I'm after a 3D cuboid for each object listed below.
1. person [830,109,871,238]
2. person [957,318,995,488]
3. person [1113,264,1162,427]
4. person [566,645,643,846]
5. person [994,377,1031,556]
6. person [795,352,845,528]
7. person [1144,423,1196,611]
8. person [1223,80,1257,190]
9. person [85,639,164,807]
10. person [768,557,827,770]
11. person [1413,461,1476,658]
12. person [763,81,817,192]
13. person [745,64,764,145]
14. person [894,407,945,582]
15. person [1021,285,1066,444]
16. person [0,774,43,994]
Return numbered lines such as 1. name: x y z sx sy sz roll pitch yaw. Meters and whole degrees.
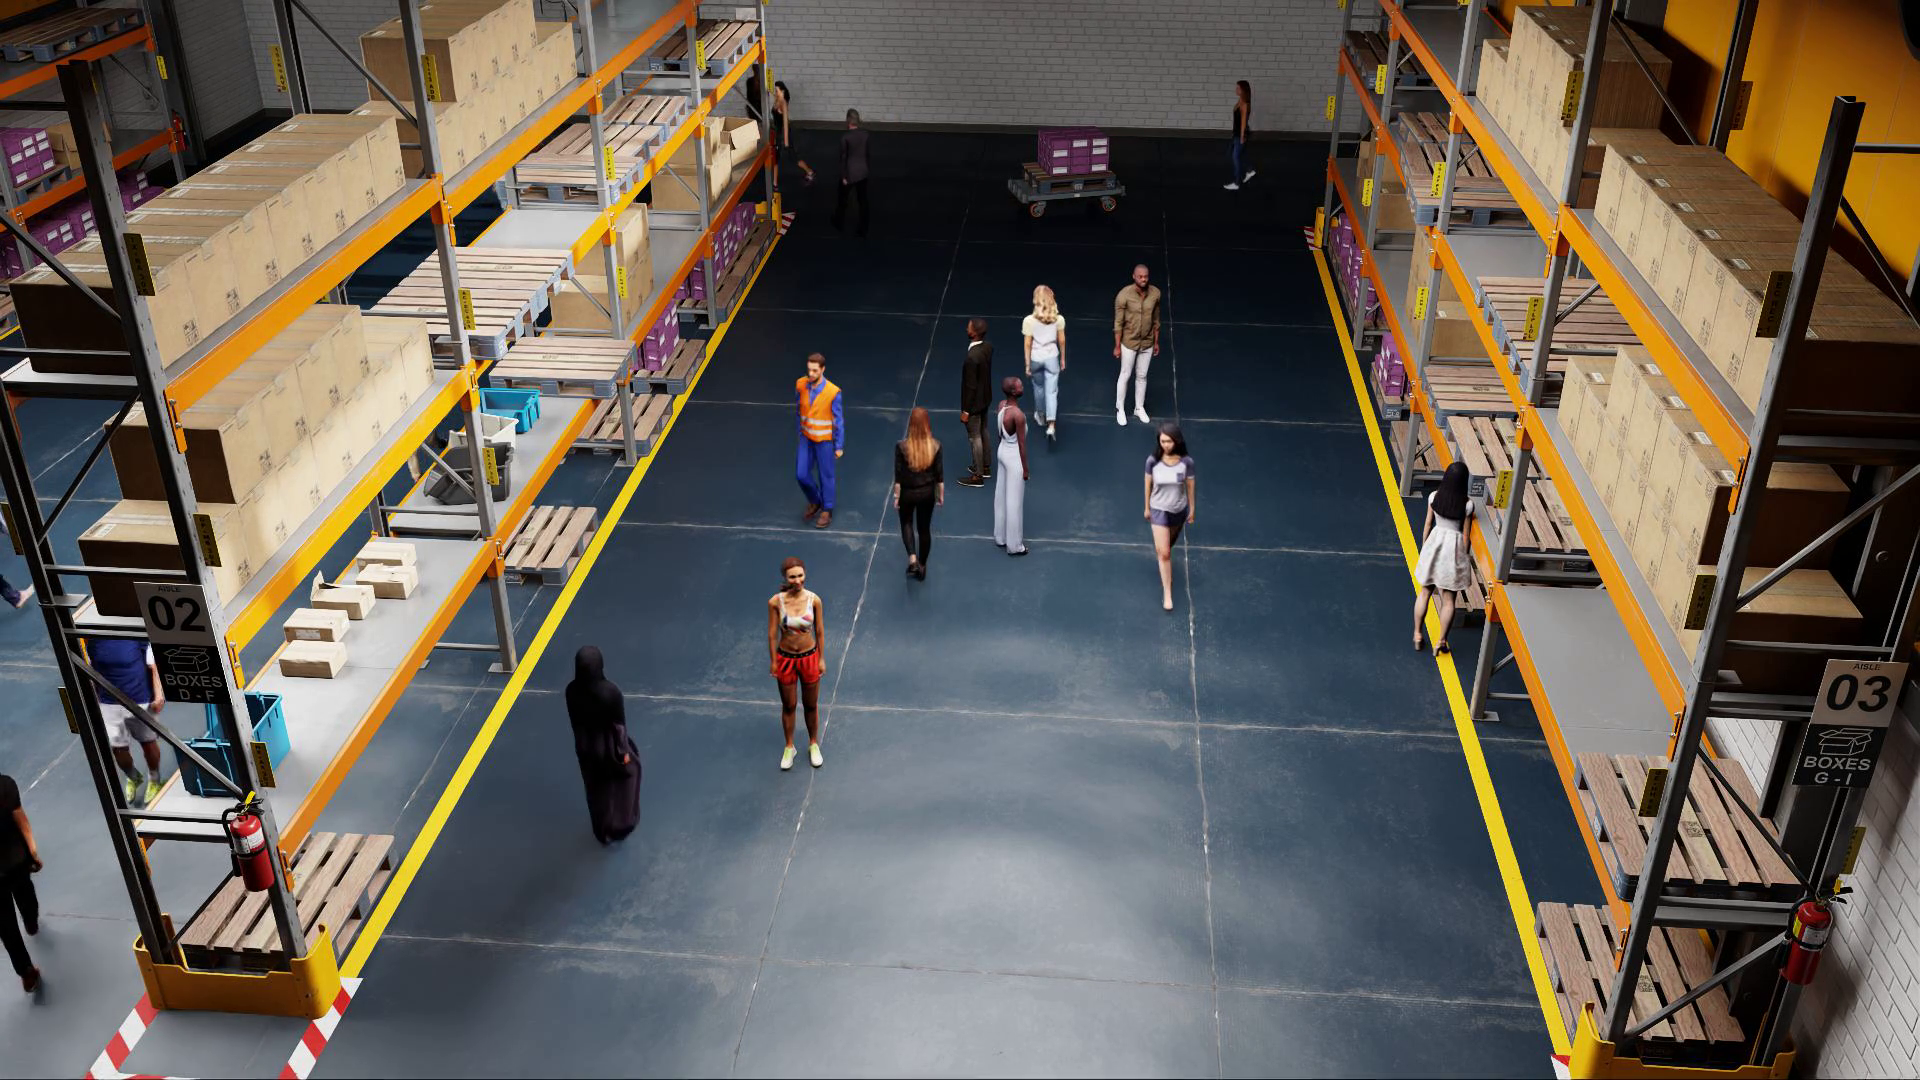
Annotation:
1. person: -1.479 -5.264 23.990 1.126 1.809 1.224 -18 33 -29
2. person: 0.177 -1.412 16.938 0.786 1.799 0.620 12 31 21
3. person: 1.946 -2.171 18.303 0.800 1.825 0.726 -9 30 -15
4. person: -2.585 1.487 11.824 0.680 1.608 0.766 7 29 13
5. person: 0.482 -0.710 15.669 0.701 1.783 0.595 -15 32 -25
6. person: -1.334 -1.008 16.151 0.784 1.844 0.781 12 31 20
7. person: 1.888 -0.302 15.060 0.704 1.650 1.199 0 29 -1
8. person: 4.471 -6.344 26.075 0.657 1.708 0.684 1 29 1
9. person: -6.111 1.126 12.273 0.748 1.812 0.726 -5 29 -10
10. person: -1.234 0.924 12.663 0.627 1.791 0.619 -3 29 -5
11. person: 4.107 0.156 14.096 0.777 1.769 0.802 19 34 31
12. person: -2.672 -6.307 26.030 1.076 1.686 1.132 -15 32 -26
13. person: -3.392 -7.259 27.924 0.680 1.544 0.730 -9 30 -16
14. person: -0.383 -0.368 15.127 0.670 1.702 0.686 -3 29 -5
15. person: 0.920 -1.861 17.877 0.821 1.689 1.217 -3 29 -6
16. person: -6.128 2.098 10.597 1.091 1.711 1.223 -17 33 -28
